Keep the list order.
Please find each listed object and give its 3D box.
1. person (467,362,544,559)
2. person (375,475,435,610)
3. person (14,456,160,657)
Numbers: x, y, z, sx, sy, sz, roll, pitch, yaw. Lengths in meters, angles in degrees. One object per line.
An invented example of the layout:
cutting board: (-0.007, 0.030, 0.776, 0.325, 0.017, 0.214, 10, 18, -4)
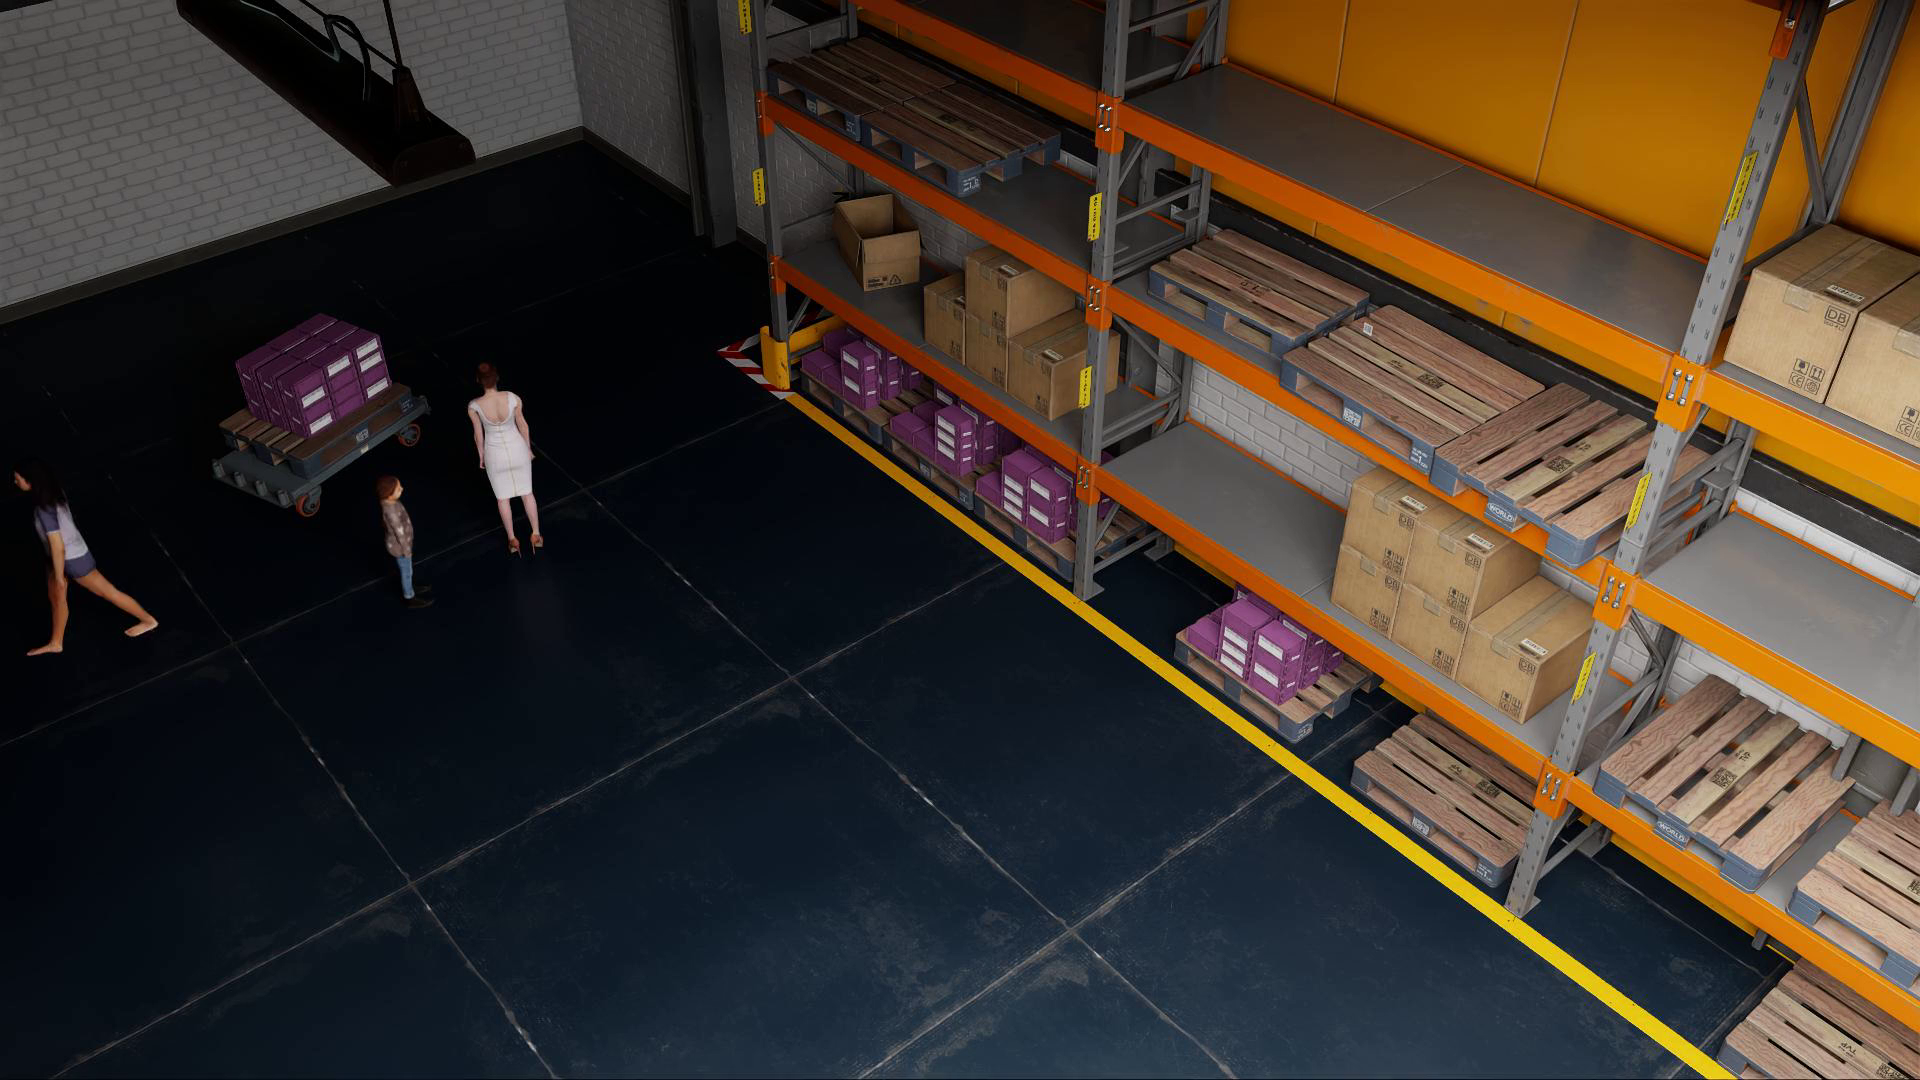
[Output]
person: (-3.503, -0.628, 12.821, 0.636, 1.795, 0.605, -11, 40, -14)
person: (-4.227, -0.002, 12.520, 0.581, 1.194, 0.473, -15, 41, -18)
person: (-6.310, 0.123, 11.975, 0.838, 1.678, 1.117, -18, 42, -22)
